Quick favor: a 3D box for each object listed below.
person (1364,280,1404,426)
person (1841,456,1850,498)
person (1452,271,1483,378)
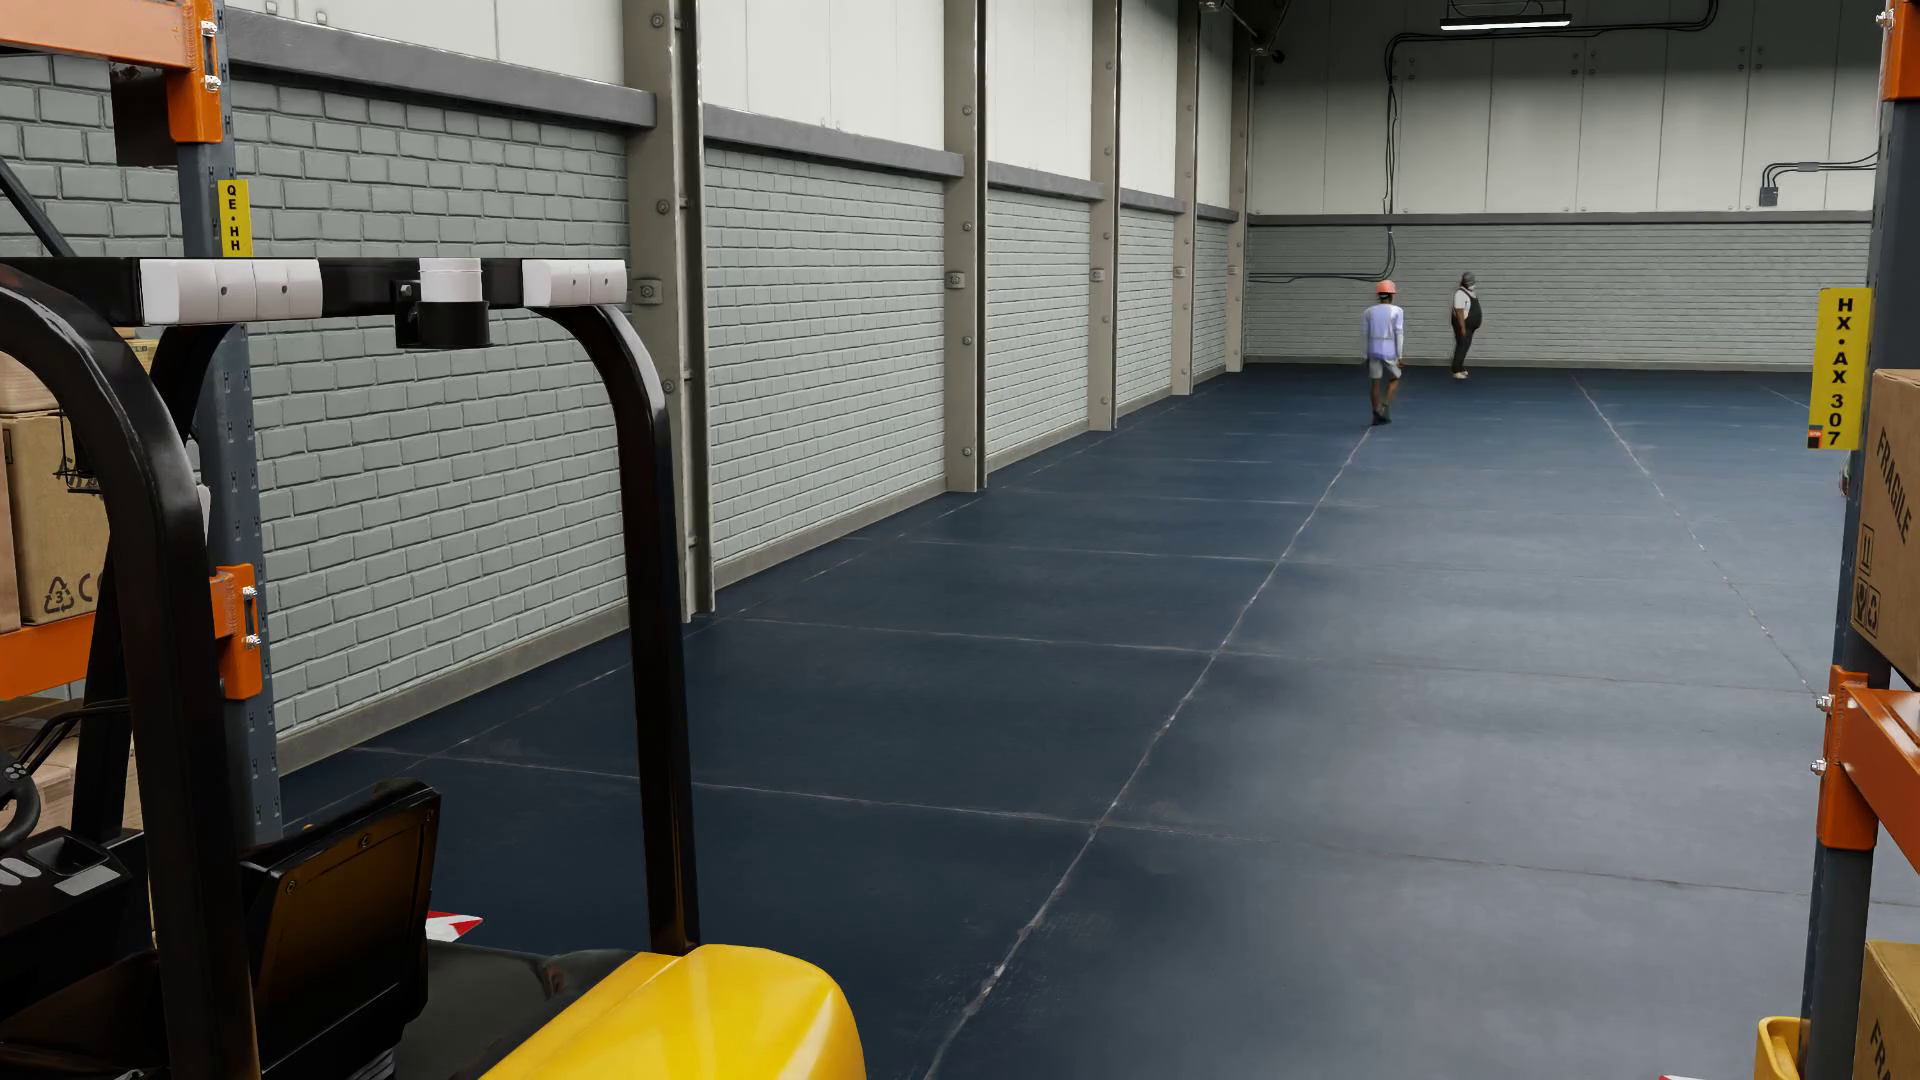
[{"bbox_3d":[5.602,-2.463,21.955,0.579,1.922,0.403,7,12,37],"label":"person"},{"bbox_3d":[8.217,-1.225,14.842,0.518,1.842,0.830,1,10,6],"label":"person"},{"bbox_3d":[9.422,-4.020,30.881,0.560,2.000,0.843,6,11,30],"label":"person"}]
